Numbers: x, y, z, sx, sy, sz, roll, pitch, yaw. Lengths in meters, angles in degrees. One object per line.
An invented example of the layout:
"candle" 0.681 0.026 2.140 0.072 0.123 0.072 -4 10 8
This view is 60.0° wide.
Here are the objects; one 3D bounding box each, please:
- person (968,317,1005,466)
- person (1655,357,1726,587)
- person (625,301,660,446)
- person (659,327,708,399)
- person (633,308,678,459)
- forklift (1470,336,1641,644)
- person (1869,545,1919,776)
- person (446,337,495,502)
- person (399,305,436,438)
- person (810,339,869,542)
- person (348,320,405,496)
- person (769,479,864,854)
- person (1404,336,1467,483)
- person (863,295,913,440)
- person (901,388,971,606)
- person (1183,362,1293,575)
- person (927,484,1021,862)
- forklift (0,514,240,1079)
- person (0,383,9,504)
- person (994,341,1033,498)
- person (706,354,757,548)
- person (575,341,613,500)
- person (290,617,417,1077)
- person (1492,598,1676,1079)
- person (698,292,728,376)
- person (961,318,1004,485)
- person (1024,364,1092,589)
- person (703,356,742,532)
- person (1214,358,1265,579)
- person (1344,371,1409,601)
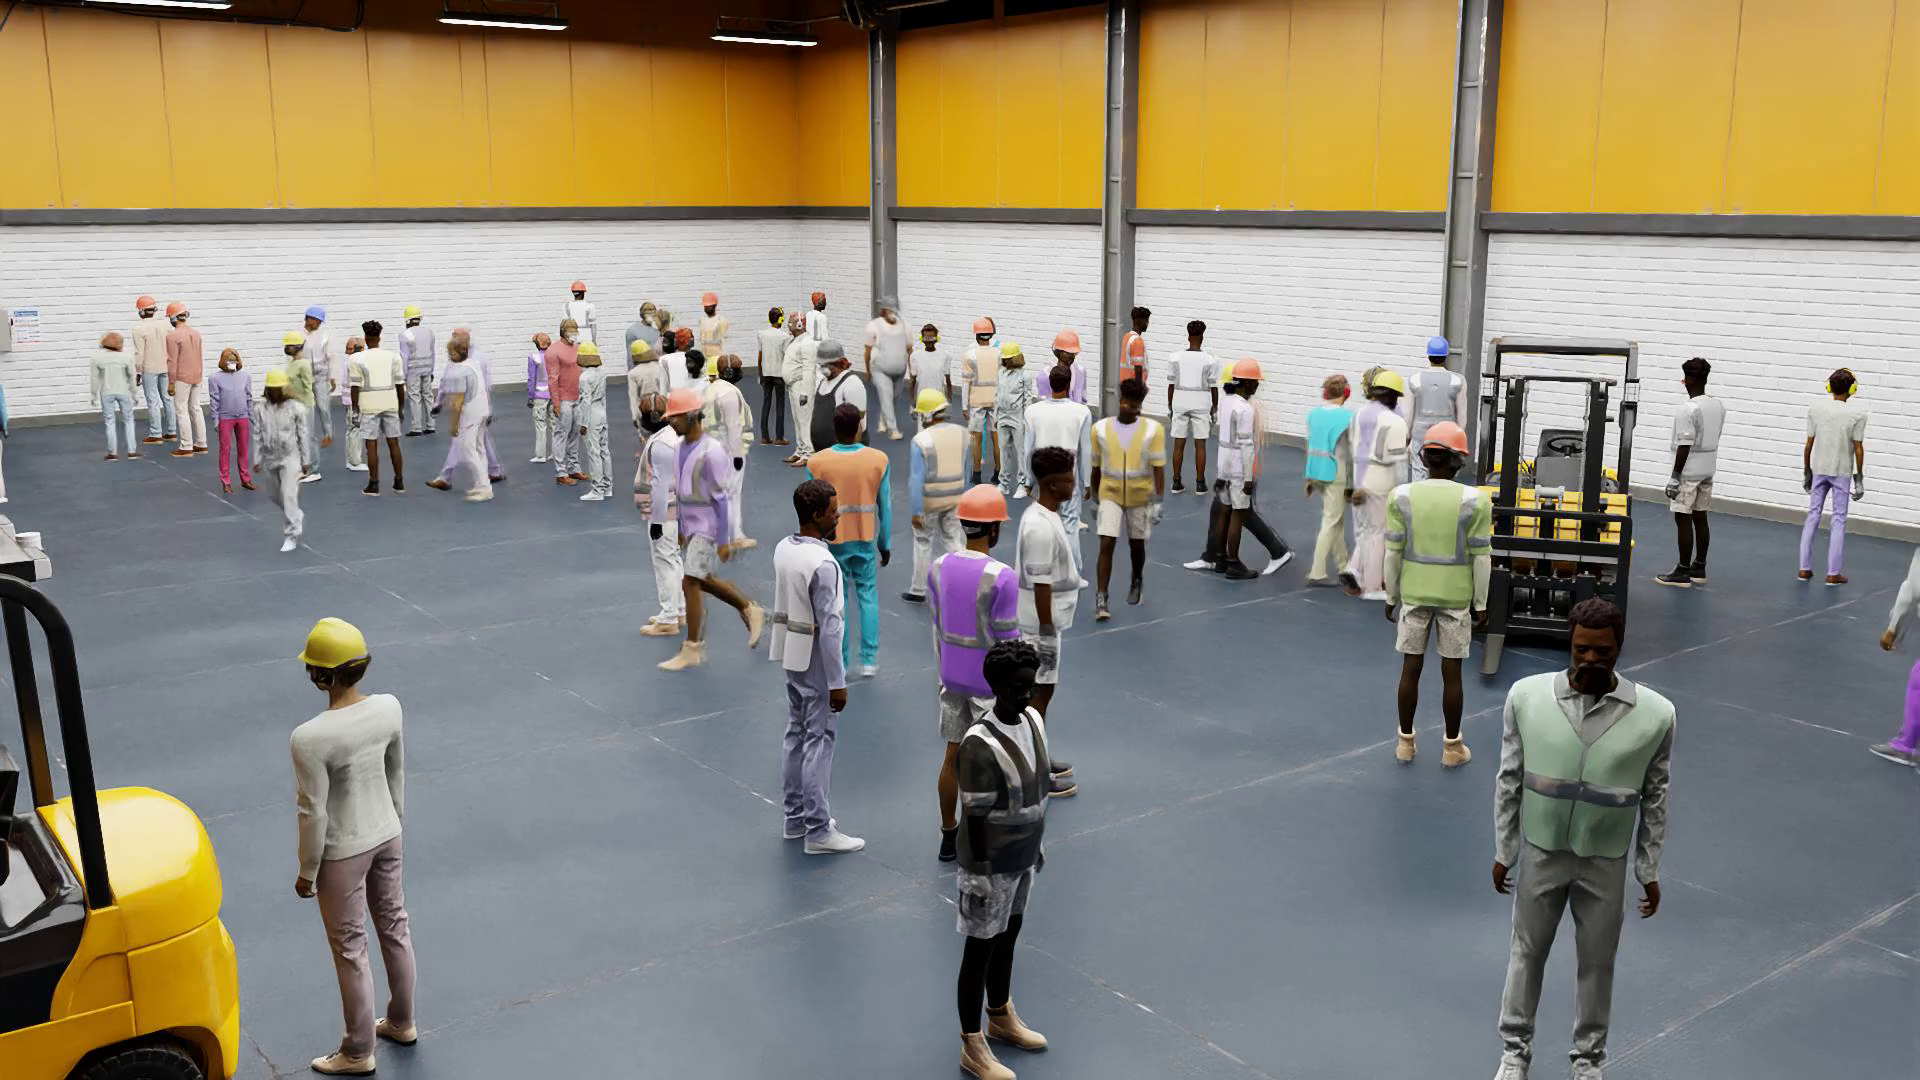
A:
"person" 0.343 -1.834 20.577 0.506 1.843 0.350 -2 12 -9
"person" 6.249 -0.578 14.212 0.612 1.962 0.361 -8 14 -35
"person" -4.151 -2.228 22.274 0.636 1.931 0.377 -8 14 -35
"person" -3.073 -1.436 18.582 0.568 1.878 0.351 2 12 9
"person" -3.817 -1.956 20.990 0.768 1.910 0.648 -3 12 -13
"forklift" 4.683 -0.471 13.136 1.214 2.155 2.313 4 12 20
"person" 5.615 0.511 9.552 0.538 1.713 0.634 -7 14 -31
"person" -5.320 -1.322 18.227 0.423 1.811 0.625 2 12 7
"person" -7.498 -2.319 22.937 0.403 1.834 0.588 7 14 30
"person" -1.151 -0.900 15.581 0.539 2.000 0.699 -8 14 -32
"person" -6.513 -1.480 18.613 0.618 1.954 0.401 -10 15 -39
"person" -0.752 0.639 8.445 0.381 1.918 0.596 -6 13 -29
"person" 4.689 -1.034 16.447 0.605 1.951 0.380 3 12 16
"person" -1.002 -2.439 23.014 0.678 2.000 0.985 -6 13 -25
"person" -0.172 -0.327 13.370 0.620 1.805 0.711 -8 14 -35
"person" 2.486 -0.626 14.618 0.899 1.890 0.582 1 12 4
"person" 0.097 0.683 8.211 0.544 1.930 0.388 11 16 42
"forklift" -3.687 1.115 5.480 2.313 2.155 1.214 -9 15 -36
"person" -10.557 -1.182 17.938 0.529 1.631 0.312 -5 13 -22
"person" 0.567 -1.329 18.394 0.484 1.737 0.305 9 15 37
"person" -2.177 -0.849 15.822 0.429 1.844 0.626 -5 13 -24
"person" -4.050 -1.311 18.287 0.317 1.742 0.492 3 12 14
"person" -2.308 1.156 6.314 0.305 1.772 0.525 5 13 23
"person" 2.238 1.137 6.039 0.587 1.920 0.394 4 12 19
"person" -3.661 -2.729 24.716 0.574 1.917 0.503 9 15 36
"person" 0.281 -1.591 19.204 0.551 1.934 0.381 -2 12 -11
"person" 0.827 -0.516 14.021 0.588 1.920 0.398 4 12 19
"person" -2.235 -0.846 15.868 0.403 1.819 0.602 0 12 -1
"person" 2.446 -0.621 14.505 0.388 1.930 0.544 -2 12 -12
"person" 3.454 -0.446 13.746 0.469 1.891 0.696 -7 14 -30
